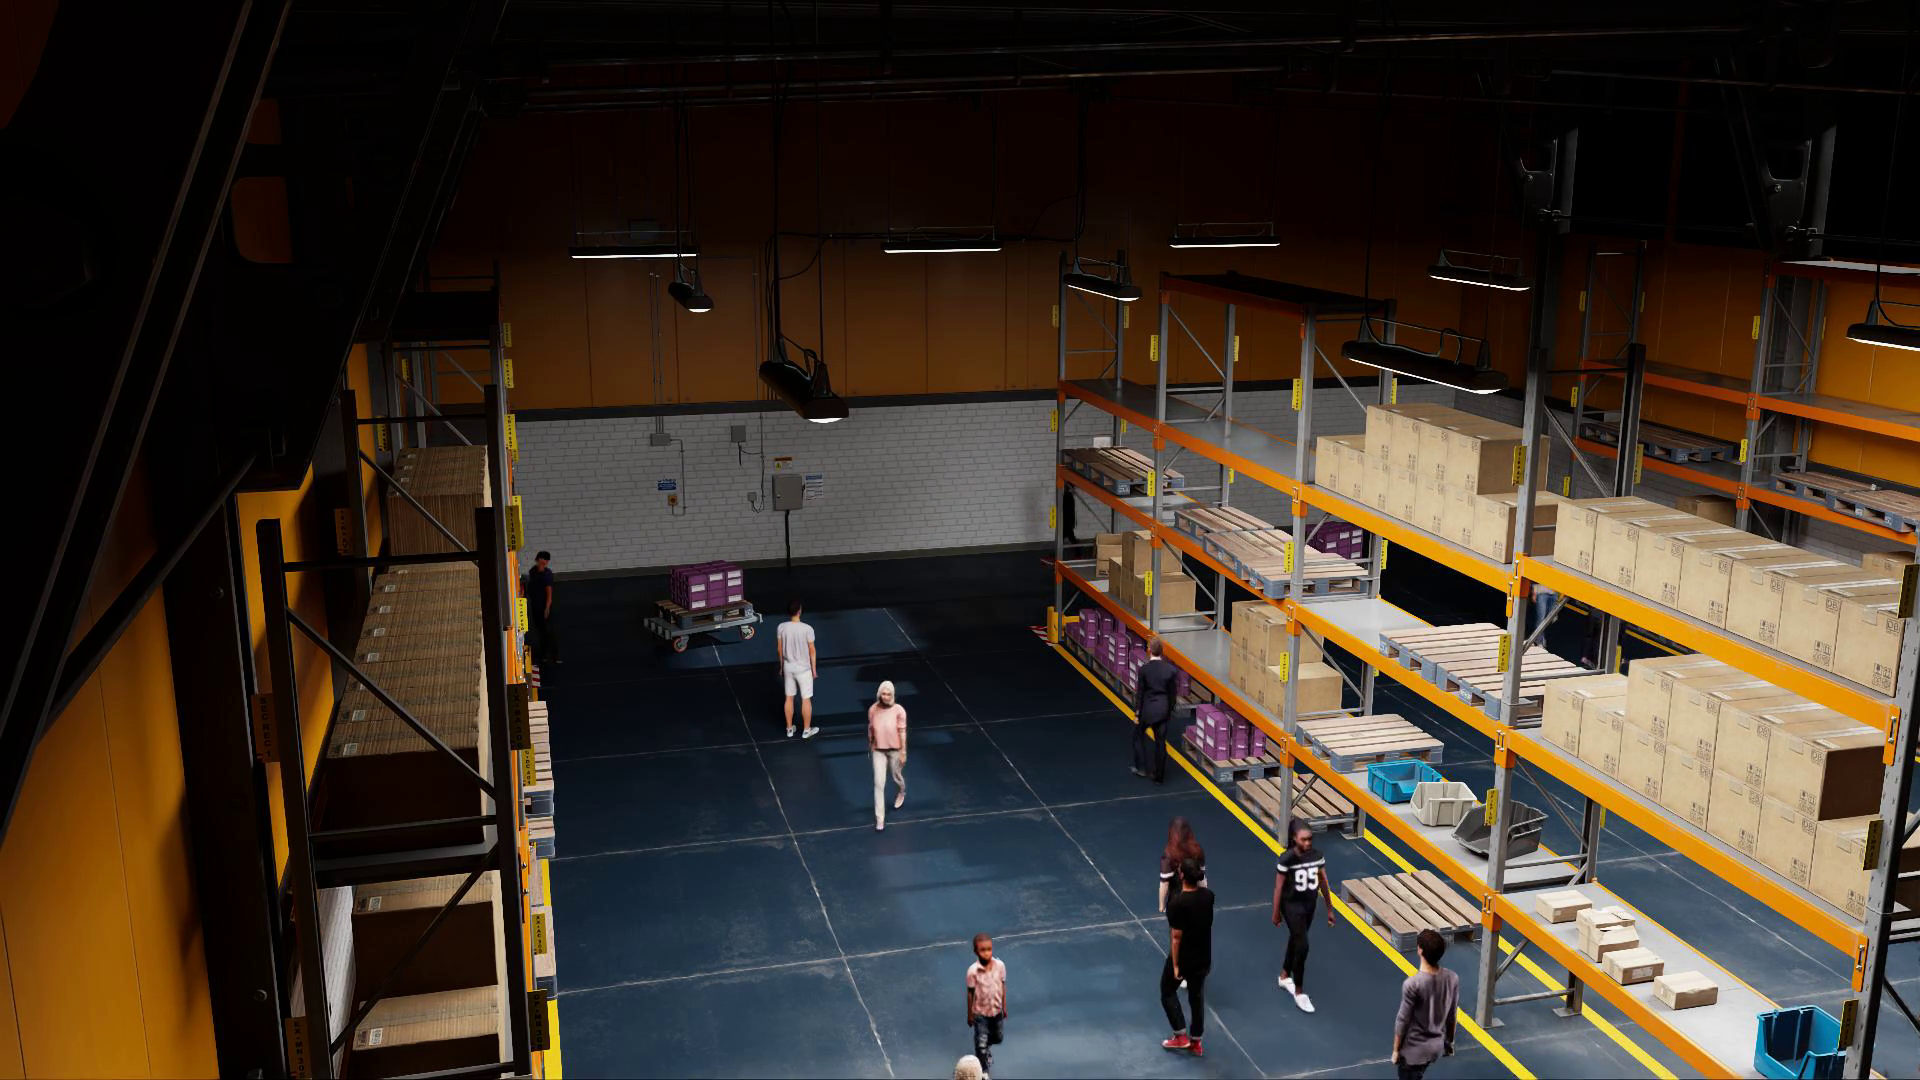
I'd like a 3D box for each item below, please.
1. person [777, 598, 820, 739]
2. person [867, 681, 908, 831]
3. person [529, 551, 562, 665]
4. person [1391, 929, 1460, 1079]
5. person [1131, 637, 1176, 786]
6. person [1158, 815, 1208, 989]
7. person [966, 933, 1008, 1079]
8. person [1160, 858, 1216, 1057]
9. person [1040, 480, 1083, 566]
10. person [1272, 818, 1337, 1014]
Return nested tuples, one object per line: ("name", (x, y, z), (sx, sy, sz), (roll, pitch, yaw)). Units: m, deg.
("person", (-2.121, 1.658, 21.625), (0.769, 1.856, 0.773), (4, 14, 17))
("person", (-0.802, 2.383, 18.991), (0.927, 1.687, 1.208), (2, 14, 10))
("person", (-6.223, 0.966, 24.703), (0.897, 1.754, 0.734), (-9, 16, -32))
("person", (3.537, 3.868, 12.579), (0.850, 1.819, 1.175), (-7, 15, -27))
("person", (2.357, 2.077, 20.020), (0.708, 1.797, 0.754), (-4, 14, -14))
("person", (2.084, 3.338, 15.191), (0.664, 1.619, 0.699), (-6, 15, -23))
("person", (0.202, 3.848, 13.768), (0.545, 1.298, 0.712), (-5, 15, -21))
("person", (1.994, 3.556, 14.029), (0.676, 1.744, 0.676), (-7, 15, -28))
("person", (2.031, -0.324, 30.276), (0.705, 1.637, 0.989), (-3, 14, -12))
("person", (3.010, 3.321, 15.064), (0.757, 1.712, 0.905), (-7, 15, -28))
